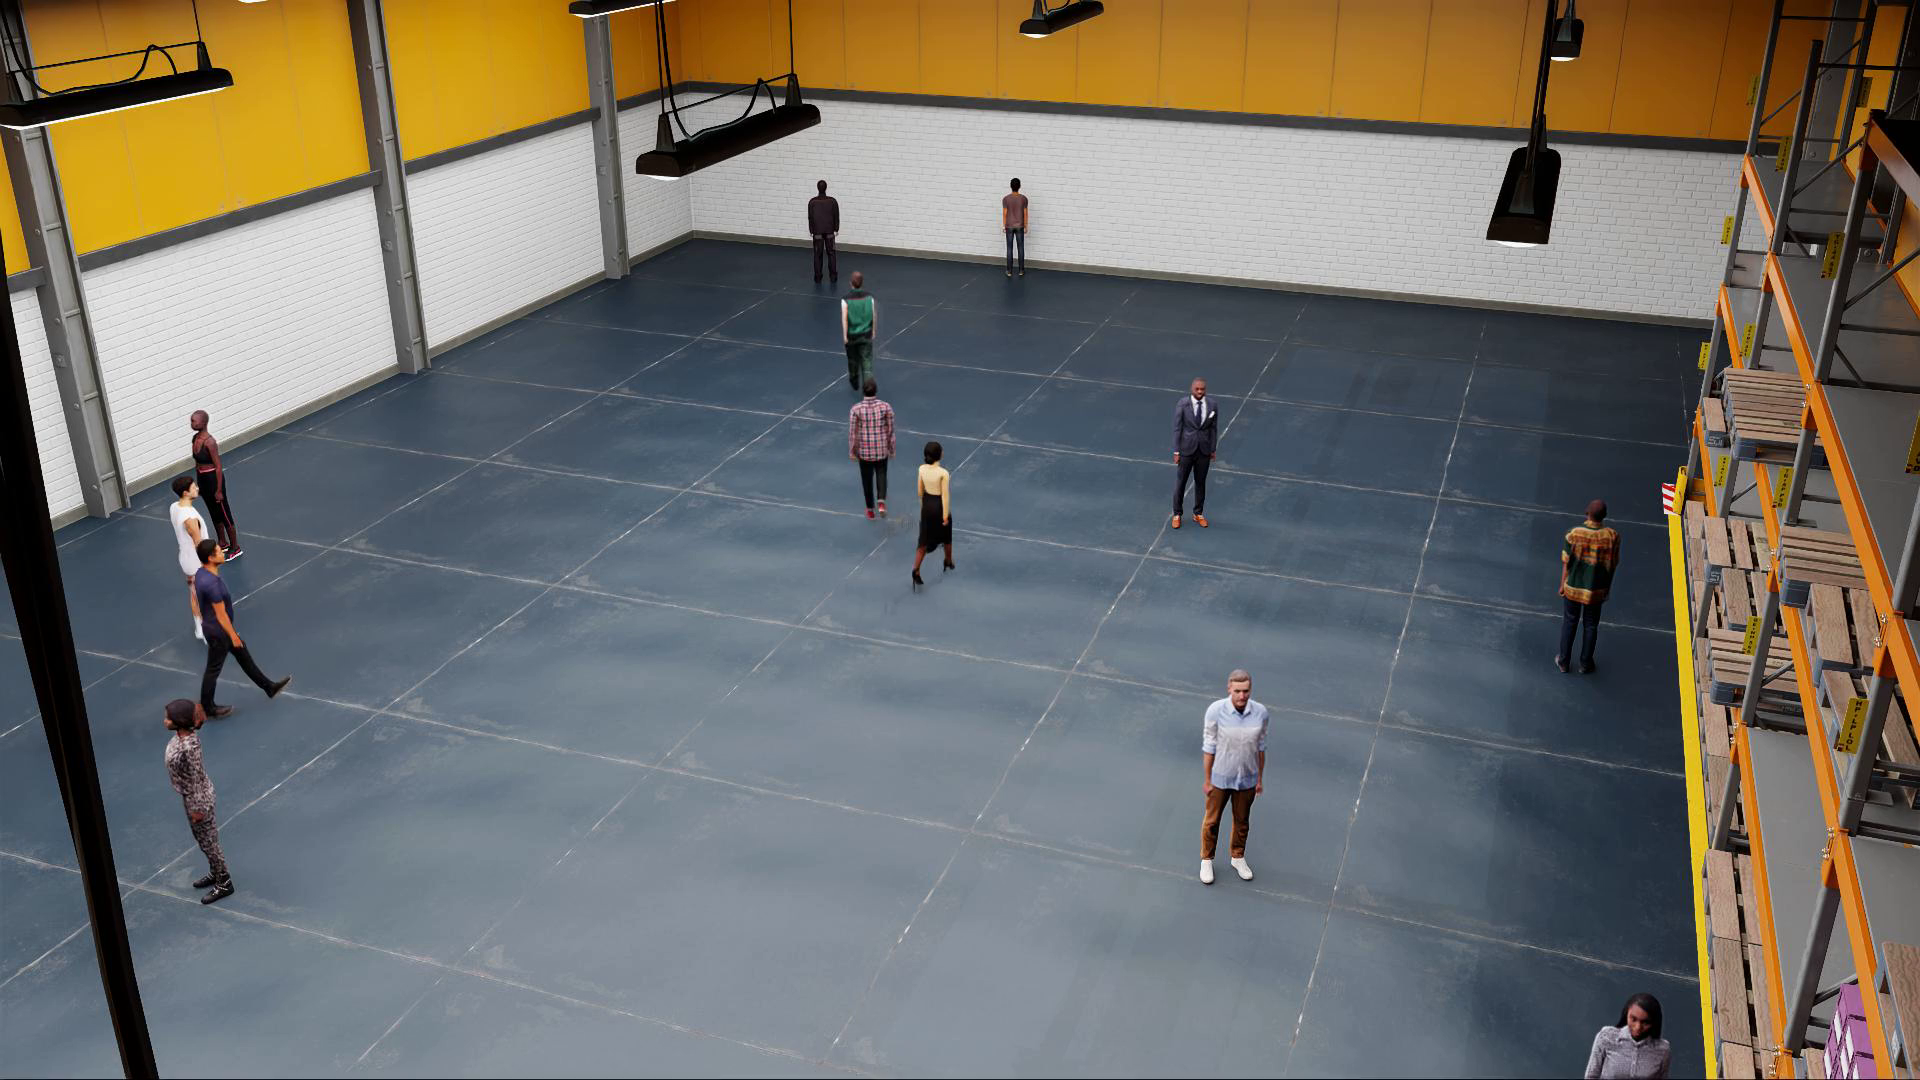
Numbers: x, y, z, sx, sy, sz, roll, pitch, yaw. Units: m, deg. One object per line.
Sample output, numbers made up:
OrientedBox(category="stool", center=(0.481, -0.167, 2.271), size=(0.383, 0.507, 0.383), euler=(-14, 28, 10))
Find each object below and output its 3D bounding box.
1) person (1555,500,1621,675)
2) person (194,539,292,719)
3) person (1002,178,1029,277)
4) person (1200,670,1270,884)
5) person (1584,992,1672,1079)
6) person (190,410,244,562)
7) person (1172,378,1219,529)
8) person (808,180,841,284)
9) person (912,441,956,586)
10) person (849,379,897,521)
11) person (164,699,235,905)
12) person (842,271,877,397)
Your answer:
OrientedBox(category="person", center=(6.109, 0.453, 16.241), size=(0.692, 1.807, 0.650), euler=(7, 25, 15))
OrientedBox(category="person", center=(-6.944, 0.858, 15.378), size=(1.150, 1.757, 1.079), euler=(-11, 26, -24))
OrientedBox(category="person", center=(1.010, -5.733, 30.429), size=(0.700, 1.779, 0.679), euler=(-1, 24, -3))
OrientedBox(category="person", center=(2.137, 1.828, 13.069), size=(0.767, 1.828, 0.755), euler=(-3, 24, -8))
OrientedBox(category="person", center=(3.843, 3.360, 9.693), size=(0.586, 1.725, 0.518), euler=(9, 25, 20))
OrientedBox(category="person", center=(-8.437, -0.635, 18.791), size=(0.644, 1.758, 0.611), euler=(16, 28, 32))
OrientedBox(category="person", center=(2.769, -1.055, 19.671), size=(0.781, 1.824, 0.771), euler=(-2, 24, -5))
OrientedBox(category="person", center=(-2.458, -5.560, 29.957), size=(0.805, 1.839, 0.771), euler=(-3, 24, -8))
OrientedBox(category="person", center=(-0.333, -0.255, 18.101), size=(0.704, 1.614, 1.044), euler=(14, 27, 28))
OrientedBox(category="person", center=(-1.023, -1.049, 19.743), size=(0.814, 1.755, 0.824), euler=(-4, 24, -10))
OrientedBox(category="person", center=(-5.886, 1.994, 12.833), size=(0.723, 1.714, 0.681), euler=(-15, 28, -31))
OrientedBox(category="person", center=(-1.439, -2.956, 24.028), size=(1.038, 1.817, 1.201), euler=(-6, 24, -13))
